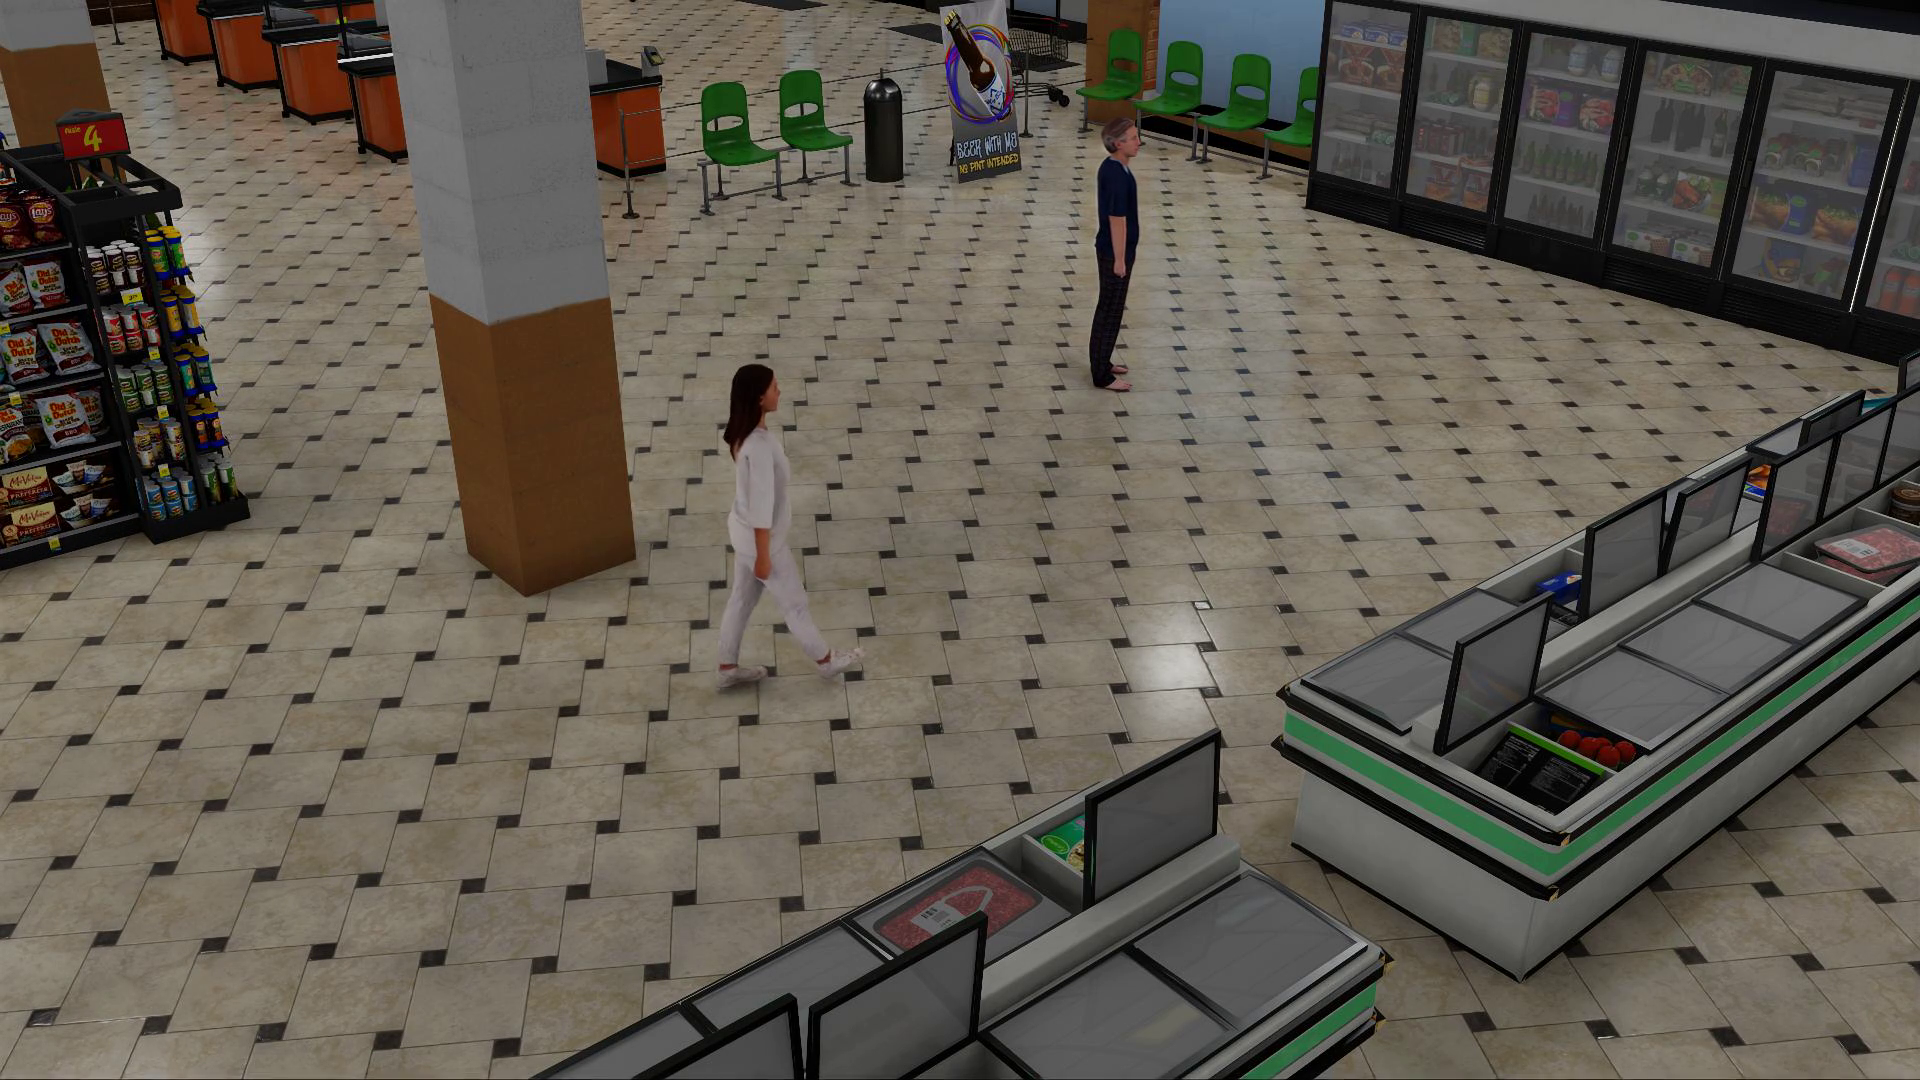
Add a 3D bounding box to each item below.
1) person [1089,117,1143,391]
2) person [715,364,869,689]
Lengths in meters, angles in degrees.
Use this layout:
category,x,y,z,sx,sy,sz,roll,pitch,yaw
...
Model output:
category,x,y,z,sx,sy,sz,roll,pitch,yaw
person,1.072,-1.988,11.505,0.777,1.871,0.725,2,27,3
person,-1.009,-0.011,7.845,1.059,1.656,0.830,-10,29,-19
